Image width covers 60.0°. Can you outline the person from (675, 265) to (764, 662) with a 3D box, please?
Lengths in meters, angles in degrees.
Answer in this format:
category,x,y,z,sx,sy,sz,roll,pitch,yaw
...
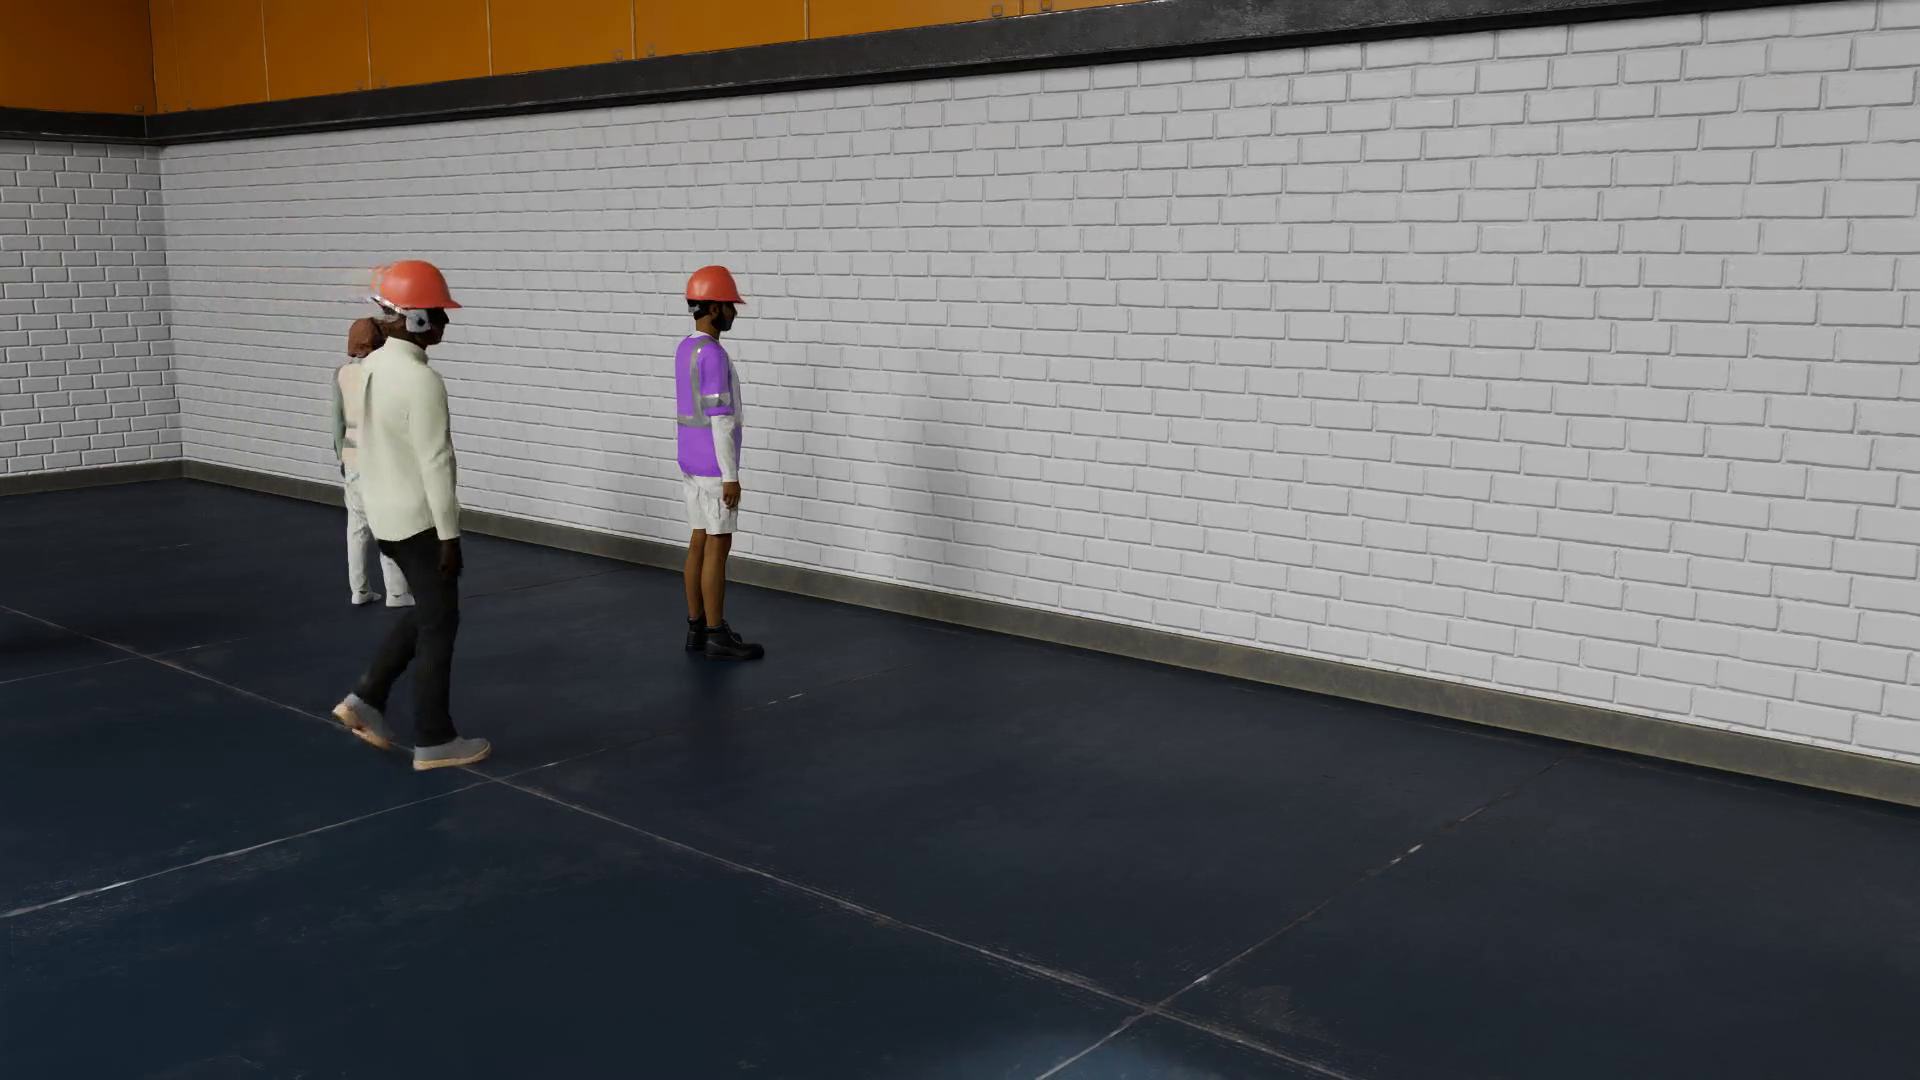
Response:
category,x,y,z,sx,sy,sz,roll,pitch,yaw
person,-1.205,-0.373,8.195,0.355,1.938,0.544,-5,11,-27

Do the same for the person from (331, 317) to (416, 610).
category,x,y,z,sx,sy,sz,roll,pitch,yaw
person,-3.284,-0.425,9.340,0.523,1.639,0.308,4,11,22

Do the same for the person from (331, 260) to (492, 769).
category,x,y,z,sx,sy,sz,roll,pitch,yaw
person,-2.107,-0.078,6.400,0.485,1.974,0.638,-8,13,-39
